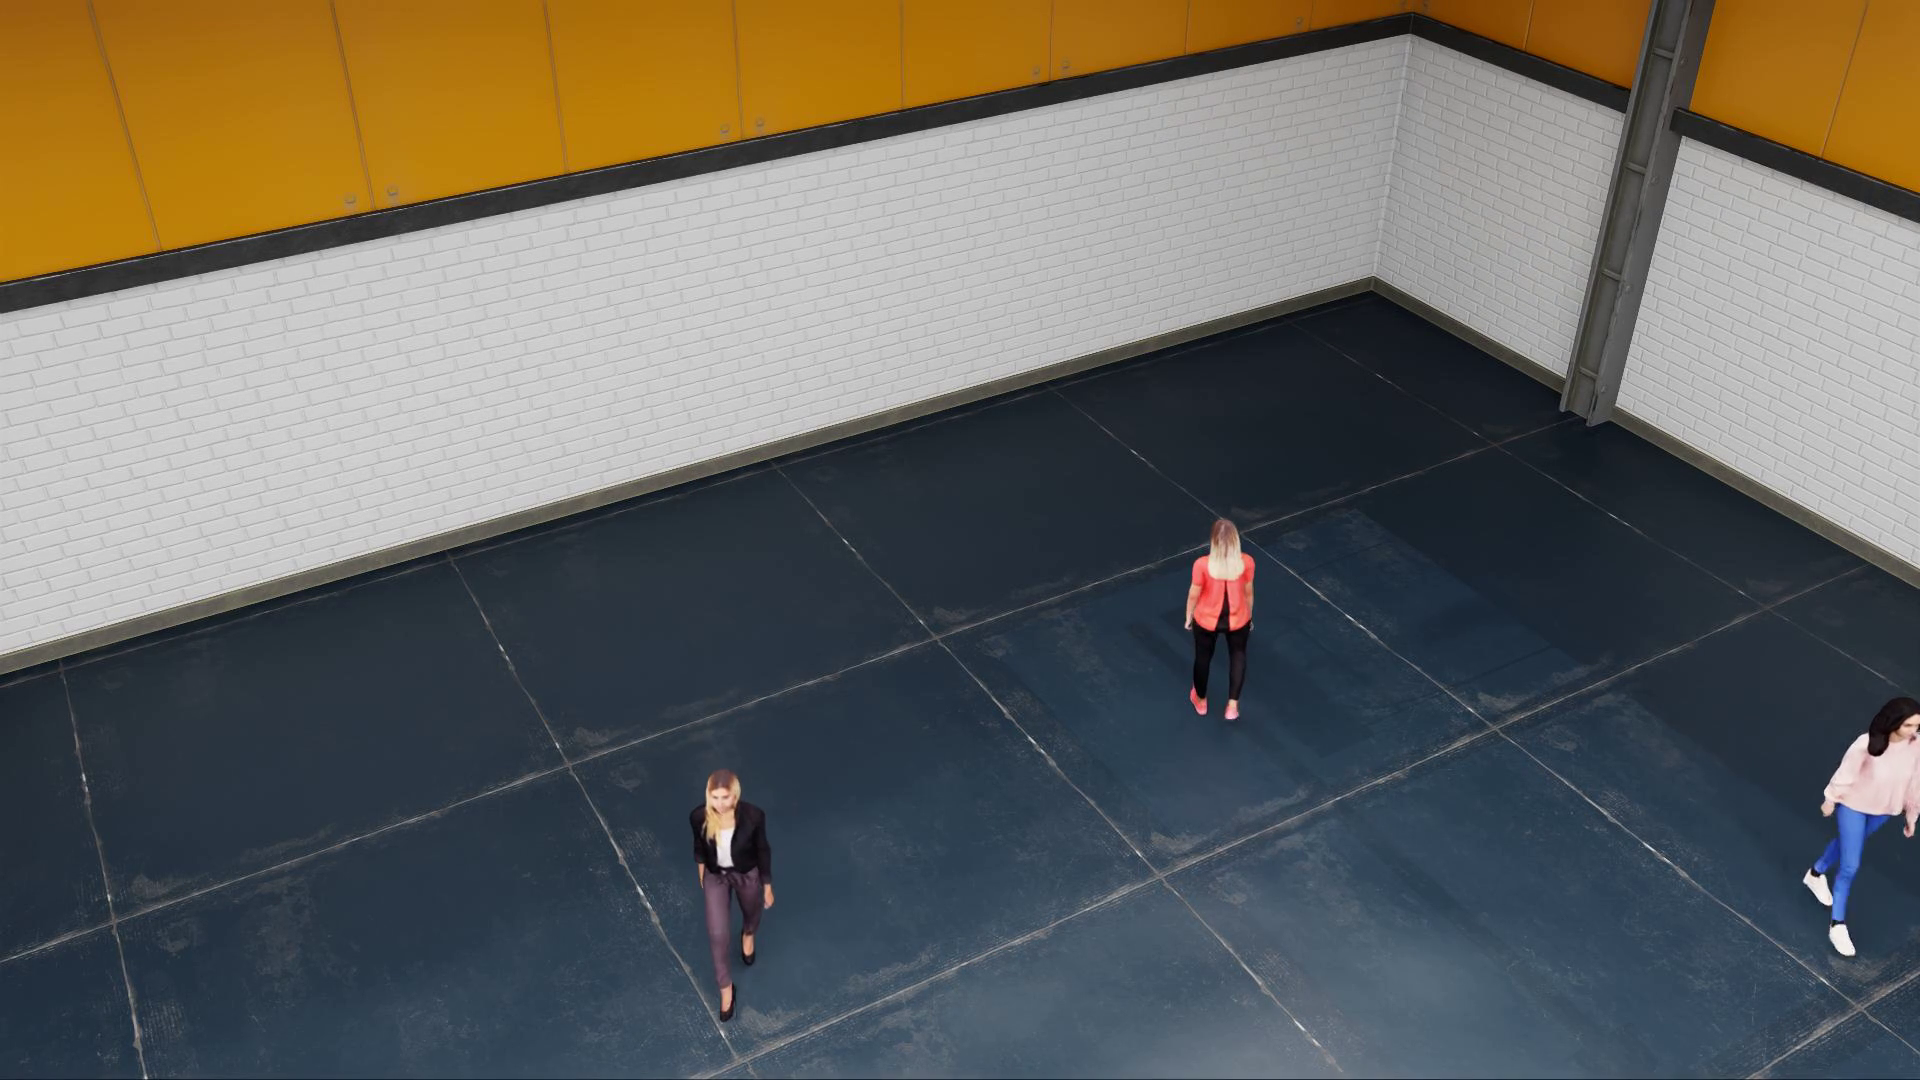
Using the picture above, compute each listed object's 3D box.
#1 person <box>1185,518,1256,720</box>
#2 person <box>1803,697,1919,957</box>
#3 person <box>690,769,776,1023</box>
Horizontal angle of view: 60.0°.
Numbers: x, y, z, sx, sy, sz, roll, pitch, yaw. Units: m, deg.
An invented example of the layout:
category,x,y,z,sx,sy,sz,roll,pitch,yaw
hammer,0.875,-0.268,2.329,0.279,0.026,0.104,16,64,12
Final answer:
category,x,y,z,sx,sy,sz,roll,pitch,yaw
person,1.857,0.609,11.785,0.814,1.689,0.881,0,34,-1
person,5.522,1.600,10.248,0.914,1.739,1.085,-2,34,-4
person,-1.318,1.945,9.815,0.867,1.644,1.029,-2,34,-3
